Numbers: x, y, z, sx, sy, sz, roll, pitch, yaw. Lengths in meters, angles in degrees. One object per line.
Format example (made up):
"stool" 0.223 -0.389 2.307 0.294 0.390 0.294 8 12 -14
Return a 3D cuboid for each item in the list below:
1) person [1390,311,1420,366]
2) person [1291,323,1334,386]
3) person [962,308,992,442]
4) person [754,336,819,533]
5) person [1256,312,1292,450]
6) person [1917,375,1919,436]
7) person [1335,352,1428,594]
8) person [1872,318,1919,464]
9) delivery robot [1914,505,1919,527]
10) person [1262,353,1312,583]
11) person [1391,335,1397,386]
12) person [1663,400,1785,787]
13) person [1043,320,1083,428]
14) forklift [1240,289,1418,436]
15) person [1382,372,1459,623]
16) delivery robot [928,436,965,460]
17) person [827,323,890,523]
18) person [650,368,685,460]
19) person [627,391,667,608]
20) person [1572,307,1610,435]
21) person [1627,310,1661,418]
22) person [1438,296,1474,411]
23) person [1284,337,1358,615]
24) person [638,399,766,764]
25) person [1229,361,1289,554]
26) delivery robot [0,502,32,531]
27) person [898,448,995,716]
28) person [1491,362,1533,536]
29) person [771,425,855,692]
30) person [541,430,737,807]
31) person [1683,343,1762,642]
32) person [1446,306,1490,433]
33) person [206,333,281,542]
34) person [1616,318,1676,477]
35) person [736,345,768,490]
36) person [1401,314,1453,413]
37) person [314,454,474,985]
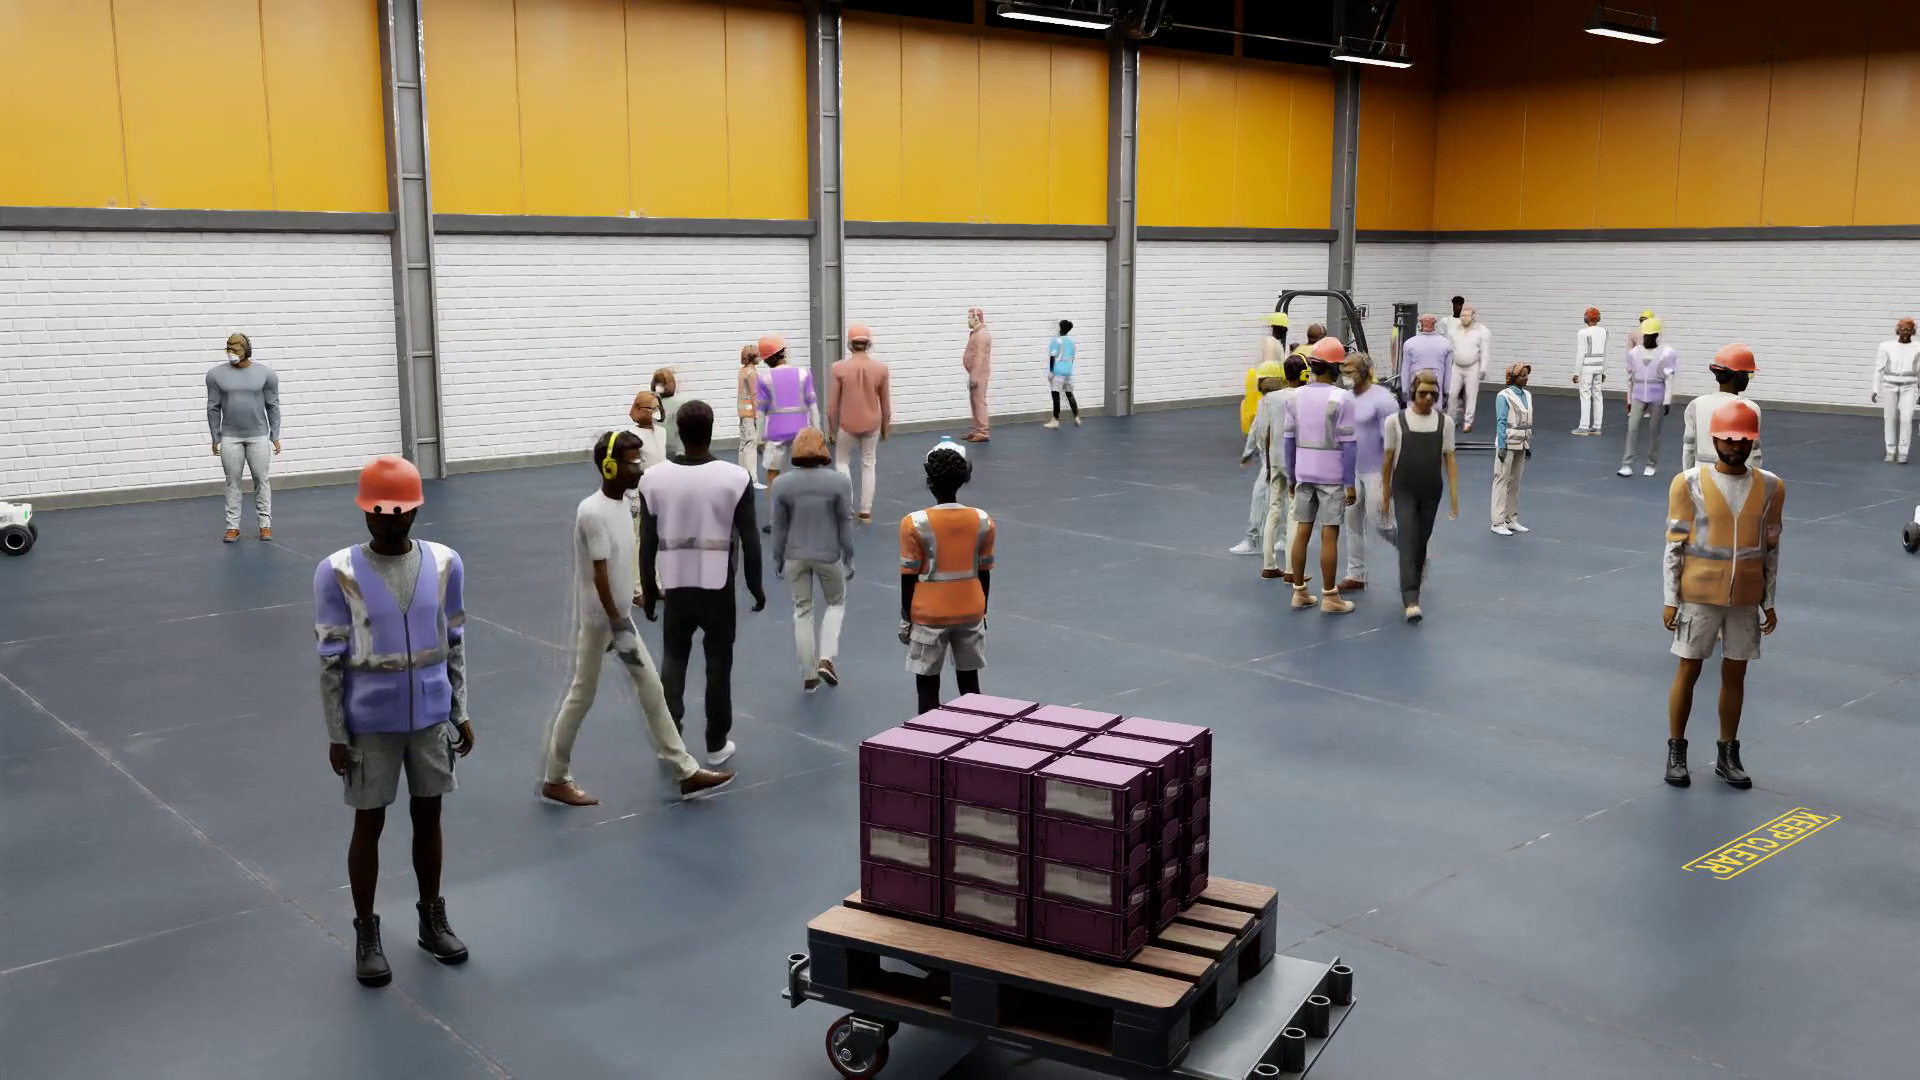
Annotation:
"person" 6.891 -2.648 25.626 0.429 1.841 0.633 -3 10 -20
"person" 4.252 -1.683 19.982 0.429 1.842 0.633 -7 12 -34
"person" 0.239 -2.342 23.649 0.402 1.905 0.680 -1 10 -5
"person" -1.630 -0.988 15.788 0.627 1.888 0.440 -3 10 -17
"person" 4.134 -2.034 21.848 0.416 1.911 0.585 3 10 16
"person" 14.233 -2.309 24.234 0.515 1.639 0.314 7 12 34
"person" 3.263 -0.522 13.019 0.705 1.914 0.655 -5 11 -28
"person" 11.932 -1.884 21.136 0.587 1.847 0.873 6 11 31
"delivery robot" 8.631 -0.152 14.500 0.477 0.478 0.707 1 10 9
"person" 2.671 -0.577 13.469 0.327 1.861 0.500 -9 14 -44
"person" 6.697 -2.521 25.131 0.326 1.760 0.524 -2 10 -10
"person" 3.778 0.272 8.245 0.551 1.936 0.357 1 10 7
"person" 1.619 -2.545 25.542 0.407 1.662 0.649 8 13 40
"forklift" 5.034 -2.339 22.783 2.313 2.155 1.214 3 10 16
"person" 3.354 -0.314 12.078 0.522 1.797 0.863 0 10 -1
"delivery robot" -0.153 -0.956 19.204 0.477 0.478 0.707 2 10 9
"person" -0.998 -1.142 16.380 0.644 1.979 0.426 -2 10 -13
"person" -2.789 -0.852 15.848 0.513 1.581 0.888 7 12 34
"person" -2.343 -0.311 12.552 0.274 1.632 0.507 4 11 23
"person" 9.298 -2.482 24.523 0.583 1.884 0.337 -4 10 -22
"person" 11.146 -2.865 27.115 0.534 1.767 0.314 7 12 37
"person" 8.447 -3.181 28.378 0.606 1.967 0.367 4 10 22
"person" 2.676 -0.470 12.282 0.383 2.045 0.605 -9 13 -41
"person" -1.326 0.231 8.560 0.616 1.913 0.478 1 10 5
"person" 2.675 -0.720 14.723 0.795 1.715 0.501 -2 10 -12
"delivery robot" -8.619 -0.188 14.710 0.707 0.478 0.477 -4 11 -24
"person" -0.067 0.382 8.335 0.530 1.689 0.321 -5 11 -29
"person" 5.254 -0.871 15.814 0.510 1.640 0.308 -9 13 -41
"person" -0.887 0.115 10.070 0.512 1.614 0.359 1 10 4
"person" -1.587 0.398 7.873 0.977 1.819 0.540 2 10 13
"person" 5.255 -0.327 11.446 0.377 2.045 0.605 -4 11 -24
"person" 7.568 -2.550 24.890 0.665 1.897 0.479 6 11 31
"person" -6.611 -0.947 15.392 0.629 1.937 0.379 -3 10 -16
"person" 8.148 -1.673 19.753 0.599 1.888 0.890 8 12 39
"person" -2.374 -1.392 18.865 0.310 1.638 0.523 -4 10 -22
"person" 5.994 -1.957 21.415 0.639 1.900 0.401 1 10 4
"person" -2.042 0.643 6.086 0.548 1.934 0.376 -7 12 -37
